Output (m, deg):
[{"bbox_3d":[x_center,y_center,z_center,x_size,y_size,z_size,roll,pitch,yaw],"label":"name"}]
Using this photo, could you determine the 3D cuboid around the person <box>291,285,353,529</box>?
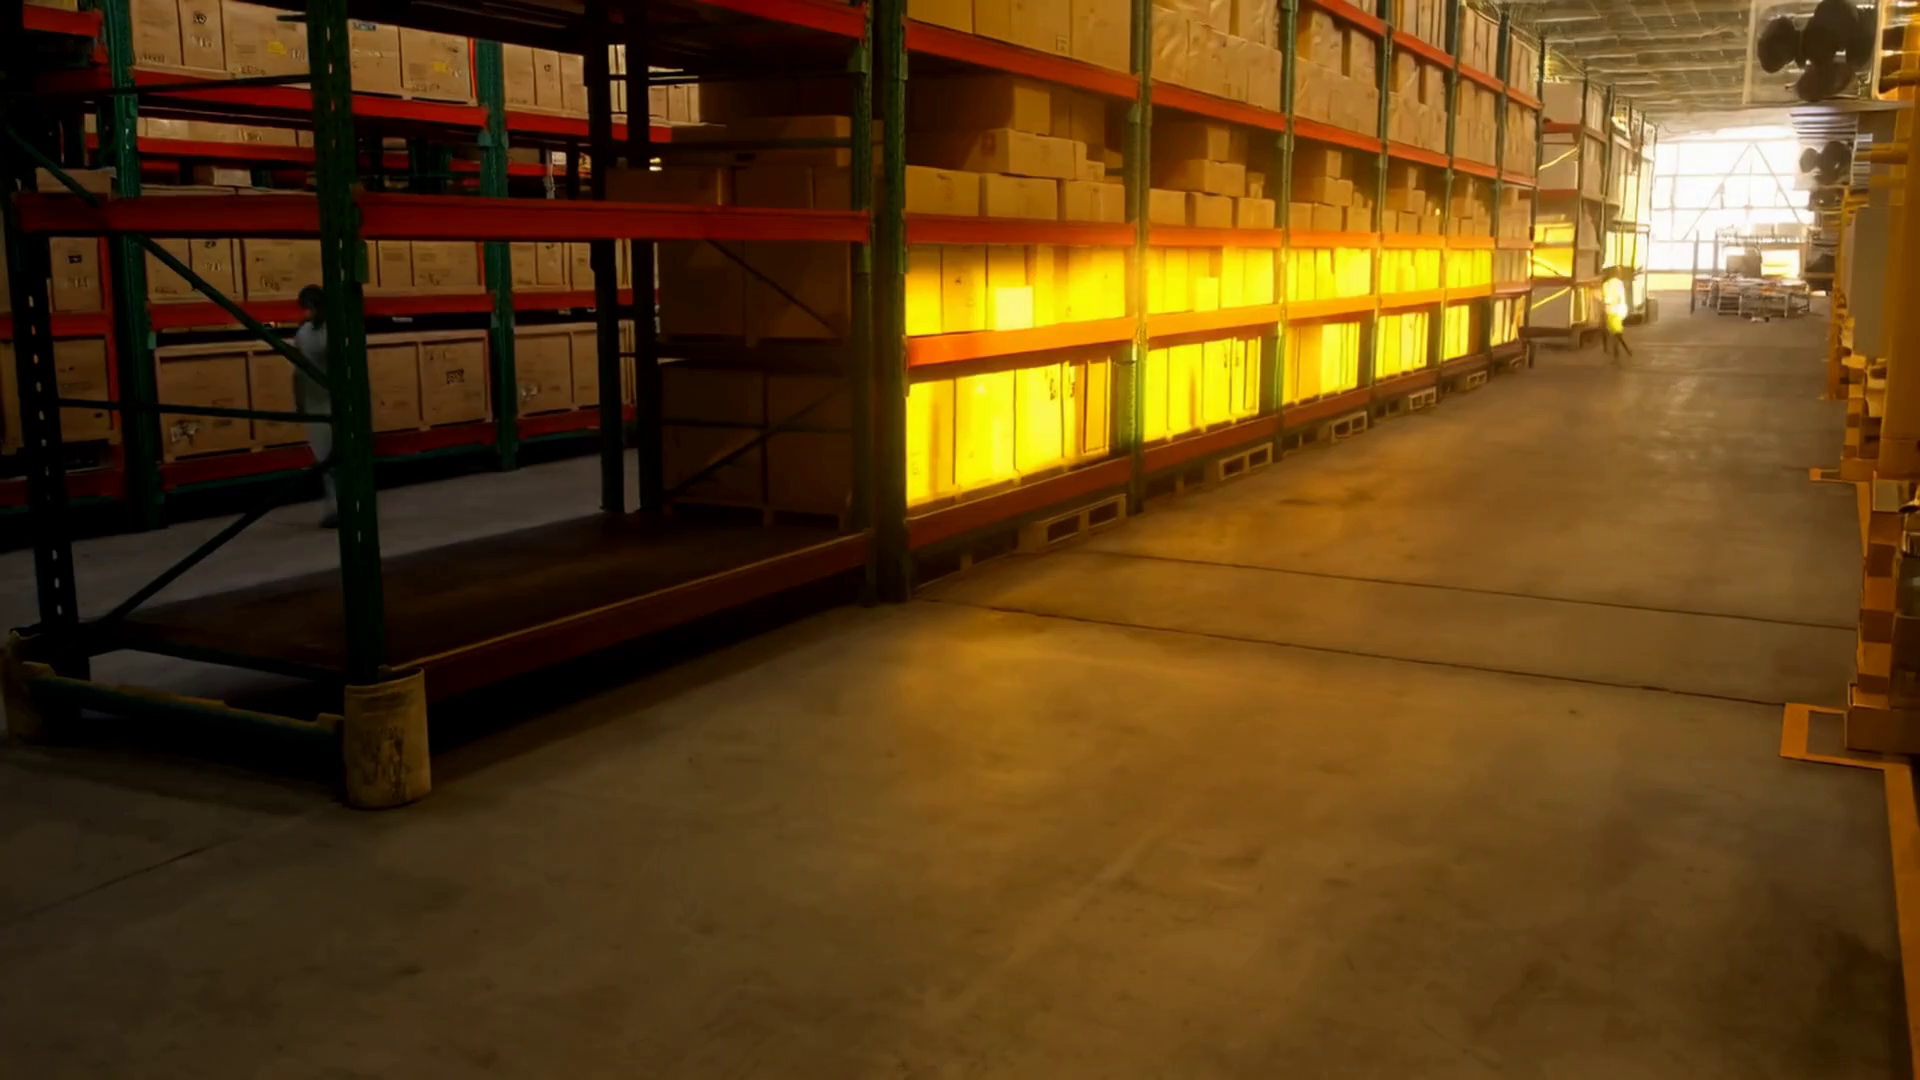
[{"bbox_3d":[-5.051,-1.036,13.106,0.664,1.921,0.563,6,12,33],"label":"person"}]

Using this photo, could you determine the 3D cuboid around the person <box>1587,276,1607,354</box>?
[{"bbox_3d":[13.790,-4.849,35.843,0.539,1.695,0.318,-1,10,-4],"label":"person"}]

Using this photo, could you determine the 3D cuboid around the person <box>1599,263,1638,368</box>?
[{"bbox_3d":[12.449,-4.244,31.496,0.724,1.991,0.674,1,10,3],"label":"person"}]
